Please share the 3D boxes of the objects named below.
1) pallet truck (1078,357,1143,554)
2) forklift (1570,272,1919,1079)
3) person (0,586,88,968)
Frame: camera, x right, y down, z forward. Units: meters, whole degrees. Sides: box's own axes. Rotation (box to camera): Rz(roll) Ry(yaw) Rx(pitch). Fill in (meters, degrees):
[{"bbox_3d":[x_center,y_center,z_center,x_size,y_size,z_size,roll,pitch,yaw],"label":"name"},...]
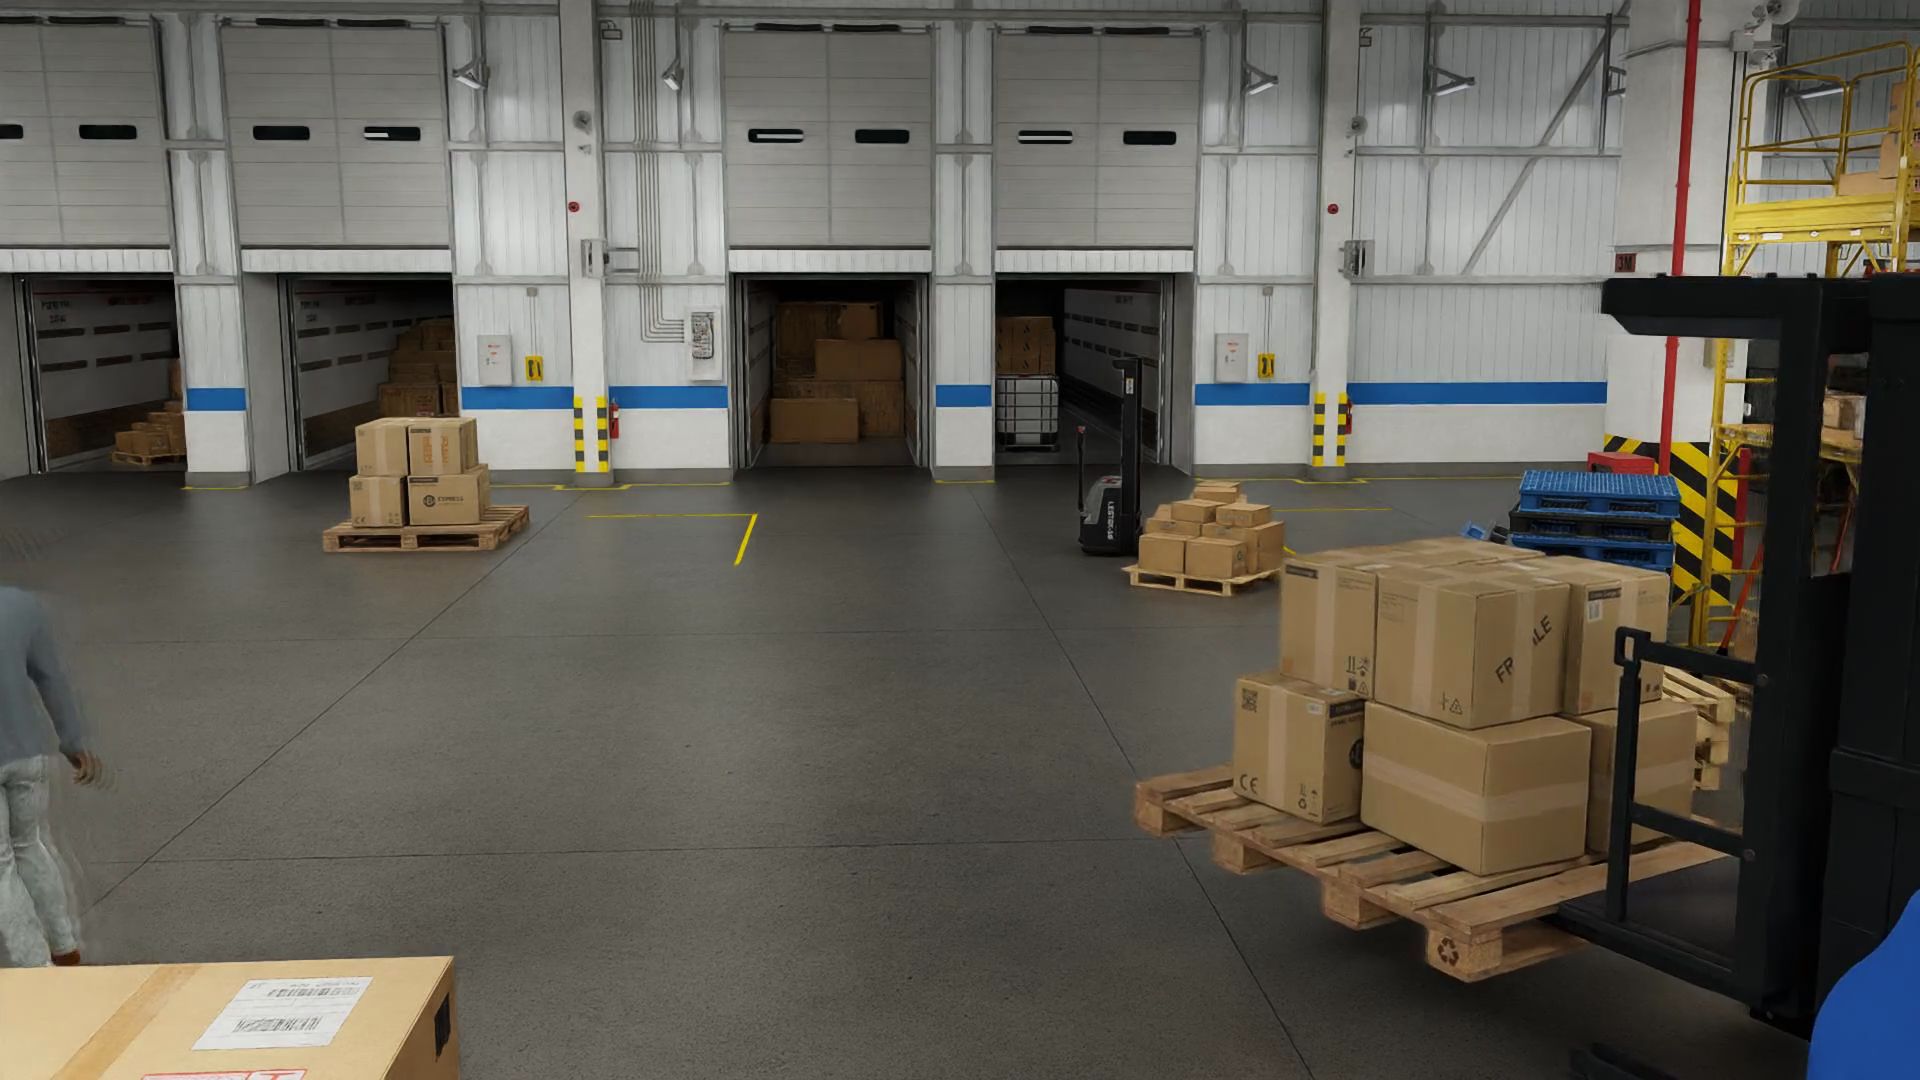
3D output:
[{"bbox_3d":[2.088,-0.836,16.757,1.885,1.965,0.823,2,9,13],"label":"pallet truck"},{"bbox_3d":[3.063,0.594,5.015,1.129,2.768,1.873,-5,10,-30],"label":"forklift"},{"bbox_3d":[-3.753,0.874,6.361,0.515,1.887,0.706,5,10,29],"label":"person"}]
